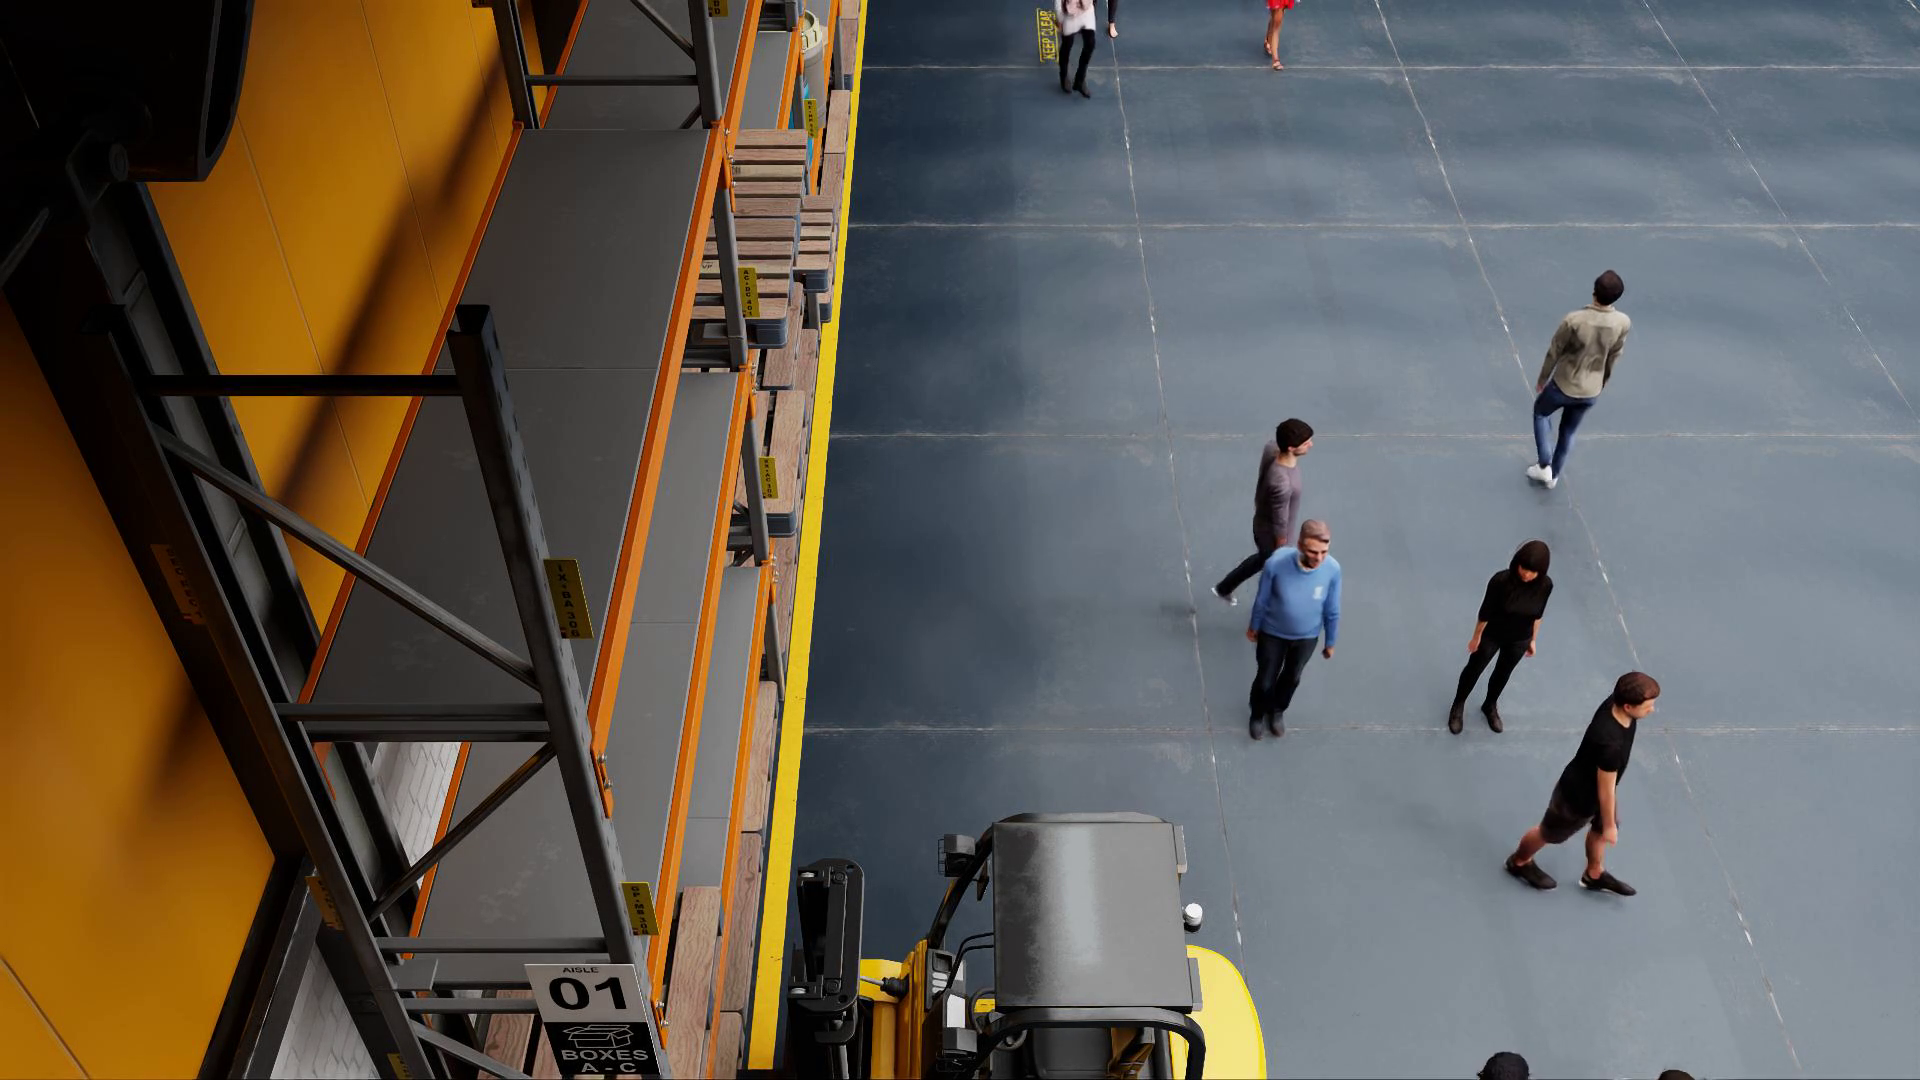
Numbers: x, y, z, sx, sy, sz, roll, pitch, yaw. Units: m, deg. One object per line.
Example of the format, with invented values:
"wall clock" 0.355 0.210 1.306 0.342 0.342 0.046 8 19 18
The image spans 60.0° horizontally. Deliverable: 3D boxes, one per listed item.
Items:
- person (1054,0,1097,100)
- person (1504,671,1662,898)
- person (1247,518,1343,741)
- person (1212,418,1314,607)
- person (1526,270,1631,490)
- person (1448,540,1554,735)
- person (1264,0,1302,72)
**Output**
"person" 1.094 -5.297 16.505 0.773 1.789 0.829 -17 46 -17
"person" 3.486 1.369 9.477 1.045 1.831 1.051 25 49 24
"person" 2.064 0.489 10.420 0.688 1.804 0.576 1 44 2
"person" 2.009 -0.089 11.000 0.751 1.841 0.745 0 44 0
"person" 4.462 -1.072 12.024 0.708 1.853 0.623 0 44 0
"person" 3.414 0.583 10.441 0.567 1.639 0.500 1 44 1
"person" 3.302 -5.726 17.117 0.689 1.566 0.968 -9 44 -9
